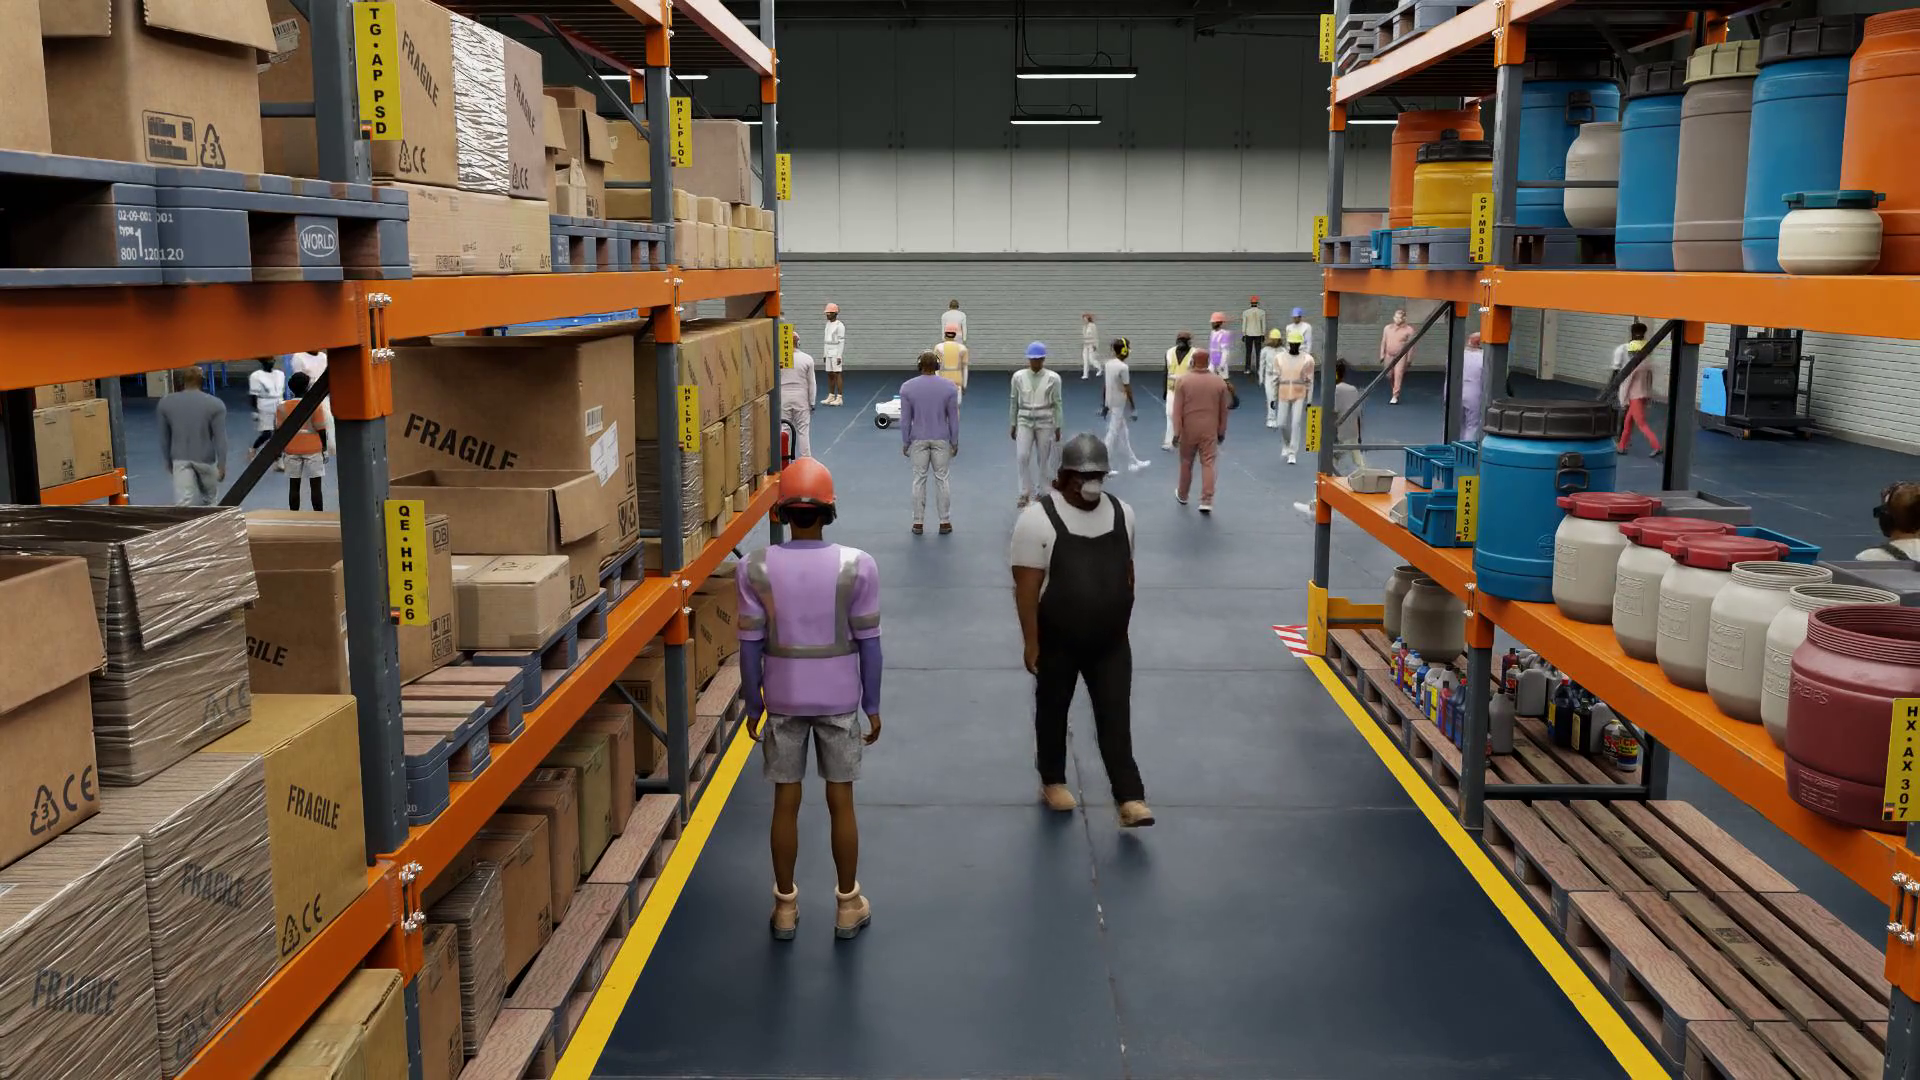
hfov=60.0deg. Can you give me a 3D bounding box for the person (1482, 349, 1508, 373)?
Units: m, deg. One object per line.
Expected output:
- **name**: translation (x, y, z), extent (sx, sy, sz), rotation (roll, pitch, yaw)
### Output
- **person**: translation (9.318, -2.810, 29.153), extent (0.509, 1.618, 0.449), rotation (1, 10, 8)

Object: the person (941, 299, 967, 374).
- **person**: translation (-0.142, -4.965, 41.088), extent (0.632, 1.940, 0.372), rotation (0, 9, 1)

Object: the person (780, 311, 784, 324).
- **person**: translation (-3.973, -4.081, 36.185), extent (0.879, 1.815, 0.577), rotation (9, 13, 43)

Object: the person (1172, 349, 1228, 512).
- **person**: translation (2.750, -1.274, 19.217), extent (0.669, 1.853, 1.011), rotation (-1, 10, -5)

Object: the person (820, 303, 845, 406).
- **person**: translation (-2.553, -3.708, 33.283), extent (0.421, 2.044, 0.611), rotation (-7, 12, -37)

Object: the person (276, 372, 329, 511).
- **person**: translation (-6.975, -0.937, 17.687), extent (0.535, 1.697, 0.318), rotation (0, 9, 1)

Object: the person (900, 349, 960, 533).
- **person**: translation (-0.318, -1.041, 17.588), extent (0.632, 1.940, 0.372), rotation (0, 9, 1)

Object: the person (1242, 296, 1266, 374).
- **person**: translation (7.585, -5.304, 42.951), extent (0.611, 1.995, 0.375), rotation (0, 9, 1)

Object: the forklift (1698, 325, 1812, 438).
- **forklift**: translation (13.248, -3.165, 27.620), extent (1.129, 2.768, 1.873), rotation (0, 9, 1)

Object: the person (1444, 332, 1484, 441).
- **person**: translation (7.158, -1.974, 23.361), extent (0.669, 1.878, 0.435), rotation (7, 12, 37)

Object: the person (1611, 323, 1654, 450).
- **person**: translation (10.290, -2.343, 25.393), extent (0.612, 1.940, 0.606), rotation (-3, 10, -20)

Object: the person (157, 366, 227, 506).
- **person**: translation (-7.391, -0.755, 16.061), extent (0.626, 1.892, 1.023), rotation (-3, 10, -17)

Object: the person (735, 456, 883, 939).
- **person**: translation (-0.628, 0.667, 7.027), extent (0.608, 2.048, 0.365), rotation (0, 9, 1)

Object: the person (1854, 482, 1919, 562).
- **person**: translation (4.453, 0.645, 7.833), extent (0.521, 1.827, 0.630), rotation (-1, 10, -5)

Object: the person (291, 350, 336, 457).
- **person**: translation (-9.328, -2.076, 24.182), extent (0.917, 1.800, 0.629), rotation (7, 12, 38)

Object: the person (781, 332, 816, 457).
- **person**: translation (-2.287, -1.902, 22.837), extent (0.643, 1.909, 0.410), rotation (0, 9, 1)

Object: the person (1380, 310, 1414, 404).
- **person**: translation (8.898, -3.733, 33.847), extent (0.652, 1.888, 0.723), rotation (7, 12, 37)

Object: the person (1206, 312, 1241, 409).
- **person**: translation (5.070, -3.480, 32.322), extent (0.962, 1.903, 0.555), rotation (-5, 11, -27)

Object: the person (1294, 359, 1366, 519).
- **person**: translation (4.246, -1.091, 18.345), extent (0.614, 1.792, 1.044), rotation (-7, 12, -37)

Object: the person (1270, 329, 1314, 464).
- **person**: translation (4.739, -2.054, 23.721), extent (0.615, 1.913, 0.484), rotation (3, 10, 19)

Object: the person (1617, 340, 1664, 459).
- **person**: translation (10.005, -2.075, 24.460), extent (0.526, 1.717, 0.909), rotation (-7, 12, -38)

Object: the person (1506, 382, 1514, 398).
- **person**: translation (10.785, -3.529, 33.349), extent (0.865, 1.647, 0.539), rotation (7, 11, 34)

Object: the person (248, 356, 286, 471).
- **person**: translation (-9.508, -1.789, 22.829), extent (0.539, 1.683, 0.540), rotation (5, 11, 29)

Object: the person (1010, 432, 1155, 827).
- **person**: translation (0.635, 0.467, 8.376), extent (0.703, 2.000, 0.971), rotation (-3, 10, -16)

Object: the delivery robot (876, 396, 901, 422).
- **delivery robot**: translation (-1.098, -2.263, 28.887), extent (0.707, 0.478, 0.477), rotation (0, 10, 1)

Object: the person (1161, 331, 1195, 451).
- **person**: translation (3.320, -2.230, 25.082), extent (0.658, 1.807, 0.847), rotation (5, 11, 25)

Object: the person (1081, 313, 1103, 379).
- **person**: translation (3.223, -4.759, 40.806), extent (0.512, 1.615, 0.539), rotation (-7, 12, -35)

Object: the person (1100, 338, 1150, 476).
- **person**: translation (2.229, -1.784, 22.345), extent (0.915, 1.828, 0.558), rotation (-4, 10, -21)

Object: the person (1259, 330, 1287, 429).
- **person**: translation (5.429, -2.770, 28.662), extent (0.501, 1.689, 0.892), rotation (-1, 10, -7)

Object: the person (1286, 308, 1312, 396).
- **person**: translation (7.190, -3.975, 35.286), extent (0.608, 1.903, 0.992), rotation (6, 11, 31)

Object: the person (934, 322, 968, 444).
- **person**: translation (-0.169, -2.507, 26.464), extent (0.571, 1.900, 0.845), rotation (-2, 10, -11)

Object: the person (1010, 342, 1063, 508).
- **person**: translation (0.869, -1.320, 19.286), extent (0.633, 1.920, 0.794), rotation (2, 10, 9)
